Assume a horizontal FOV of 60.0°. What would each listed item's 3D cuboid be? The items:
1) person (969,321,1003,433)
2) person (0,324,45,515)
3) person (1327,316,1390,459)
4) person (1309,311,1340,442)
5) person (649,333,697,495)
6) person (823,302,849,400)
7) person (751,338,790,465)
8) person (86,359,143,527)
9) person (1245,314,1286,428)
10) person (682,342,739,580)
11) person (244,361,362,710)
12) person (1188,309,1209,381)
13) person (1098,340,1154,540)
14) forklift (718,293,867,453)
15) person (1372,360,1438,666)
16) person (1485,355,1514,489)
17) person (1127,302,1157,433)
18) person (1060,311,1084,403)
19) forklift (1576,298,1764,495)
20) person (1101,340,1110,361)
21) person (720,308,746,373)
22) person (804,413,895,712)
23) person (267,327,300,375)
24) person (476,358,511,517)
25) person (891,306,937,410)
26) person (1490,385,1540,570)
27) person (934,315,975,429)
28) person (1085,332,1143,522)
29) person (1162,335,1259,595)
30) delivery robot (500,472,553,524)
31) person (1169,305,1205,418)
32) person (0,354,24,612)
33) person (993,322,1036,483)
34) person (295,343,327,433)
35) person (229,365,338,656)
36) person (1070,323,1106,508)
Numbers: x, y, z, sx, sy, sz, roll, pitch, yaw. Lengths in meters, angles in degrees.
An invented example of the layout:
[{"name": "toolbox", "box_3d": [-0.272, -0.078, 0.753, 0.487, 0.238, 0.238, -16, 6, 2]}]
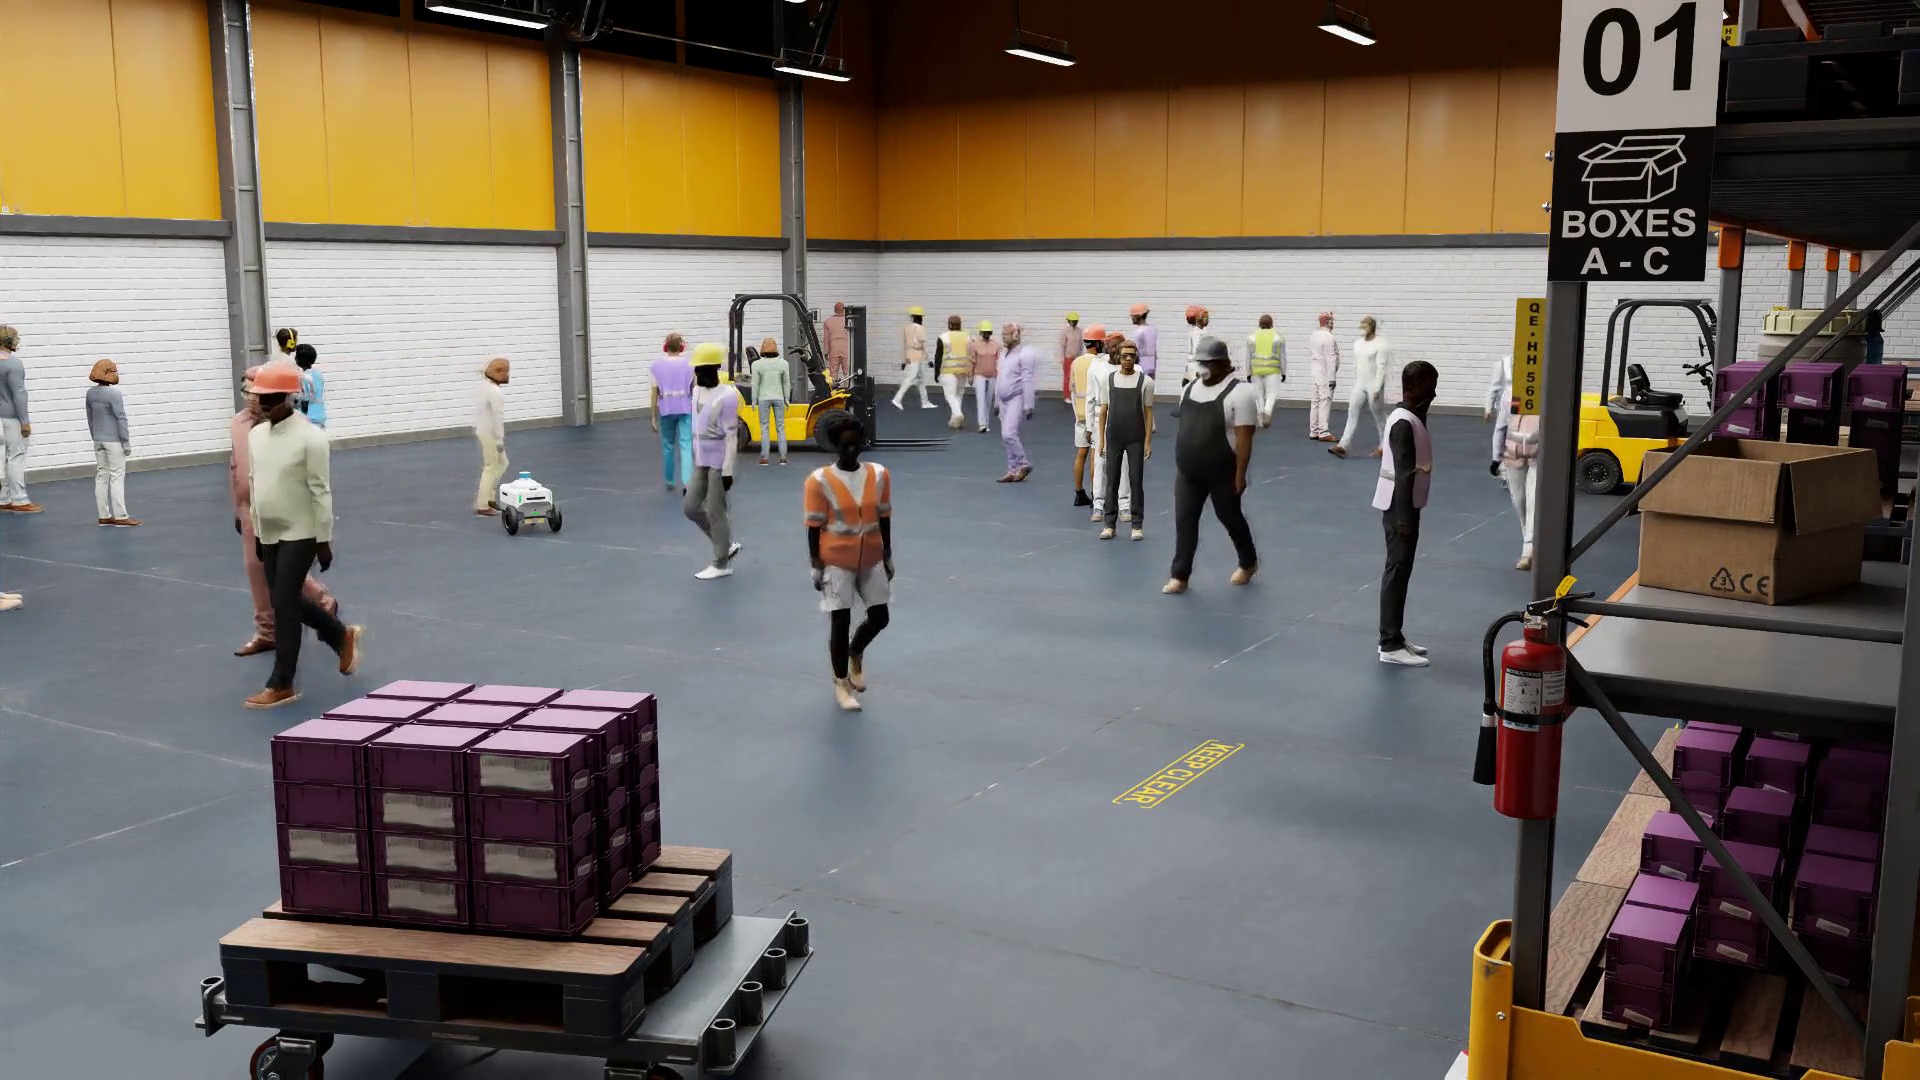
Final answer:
[{"name": "person", "box_3d": [0.423, -2.497, 25.583, 0.536, 1.722, 0.881, -2, 9, -13]}, {"name": "person", "box_3d": [-9.713, -1.226, 16.988, 0.635, 1.937, 0.352, 6, 11, 31]}, {"name": "person", "box_3d": [5.350, -1.999, 21.969, 1.004, 1.883, 0.655, -5, 10, -30]}, {"name": "person", "box_3d": [5.358, -2.395, 24.370, 0.409, 1.911, 0.651, -2, 9, -12]}, {"name": "person", "box_3d": [-3.168, -1.413, 18.587, 0.580, 1.806, 0.932, -2, 9, -11]}, {"name": "person", "box_3d": [-2.328, -3.675, 32.375, 0.652, 1.906, 0.409, 0, 9, -1]}, {"name": "person", "box_3d": [-2.432, -1.773, 21.356, 0.507, 1.631, 0.276, -3, 10, -18]}, {"name": "person", "box_3d": [-8.245, -0.938, 16.145, 0.499, 1.633, 0.285, 4, 10, 26]}, {"name": "person", "box_3d": [4.820, -2.661, 26.291, 0.639, 1.824, 0.709, 3, 10, 20]}, {"name": "person", "box_3d": [-2.001, -0.631, 13.343, 0.406, 1.912, 0.624, -8, 12, -39]}, {"name": "person", "box_3d": [-3.829, -0.057, 9.623, 0.621, 1.971, 0.852, 5, 10, 29]}, {"name": "person", "box_3d": [3.833, -2.761, 26.741, 0.340, 1.883, 0.585, 1, 9, 8]}, {"name": "person", "box_3d": [1.526, -0.916, 15.347, 0.506, 1.847, 0.345, 2, 9, 13]}, {"name": "forklift", "box_3d": [-2.458, -2.344, 23.176, 2.313, 2.155, 1.214, 0, 9, -2]}, {"name": "person", "box_3d": [2.813, -0.178, 10.533, 0.392, 1.914, 0.587, 3, 9, 16]}, {"name": "person", "box_3d": [6.343, -1.446, 18.897, 0.647, 1.770, 0.842, 0, 9, 1]}, {"name": "person", "box_3d": [2.714, -2.565, 25.050, 0.421, 2.030, 0.671, 7, 11, 37]}, {"name": "person", "box_3d": [2.151, -3.430, 31.325, 0.560, 1.739, 0.655, -5, 10, -26]}, {"name": "forklift", "box_3d": [7.954, -1.589, 18.462, 2.313, 2.155, 1.214, 5, 11, 30]}, {"name": "person", "box_3d": [1.992, -1.912, 22.255, 0.326, 1.629, 0.520, 4, 10, 25]}, {"name": "person", "box_3d": [-3.503, -2.611, 25.666, 0.498, 1.923, 0.635, -4, 10, -23]}, {"name": "person", "box_3d": [-0.629, 0.120, 9.384, 0.544, 1.680, 0.399, -5, 10, -28]}, {"name": "person", "box_3d": [-7.540, -1.464, 18.741, 0.571, 1.847, 0.602, 6, 11, 35]}, {"name": "person", "box_3d": [-4.724, -1.034, 16.805, 0.444, 1.605, 0.519, -5, 10, -27]}, {"name": "person", "box_3d": [-0.855, -3.284, 30.038, 0.993, 1.885, 0.581, -5, 10, -29]}, {"name": "person", "box_3d": [4.859, -0.690, 14.083, 0.623, 1.805, 0.925, 7, 11, 37]}, {"name": "person", "box_3d": [-0.073, -2.654, 26.309, 0.634, 1.815, 0.841, -3, 10, -19]}, {"name": "person", "box_3d": [1.526, -1.117, 16.485, 0.574, 1.883, 0.356, 0, 9, 2]}, {"name": "person", "box_3d": [1.994, -0.622, 12.906, 0.687, 2.000, 0.987, 8, 12, 42]}, {"name": "delivery robot", "box_3d": [-4.154, -0.409, 15.904, 0.477, 0.478, 0.707, -5, 11, -30]}, {"name": "person", "box_3d": [3.877, -3.015, 28.244, 0.794, 1.906, 0.565, 1, 9, 6]}, {"name": "person", "box_3d": [-7.067, -0.483, 12.080, 0.394, 2.038, 0.606, -4, 10, -24]}, {"name": "person", "box_3d": [0.595, -1.595, 19.442, 0.441, 1.887, 0.668, -5, 10, -28]}, {"name": "person", "box_3d": [-7.116, -1.301, 18.206, 0.318, 1.699, 0.533, -1, 9, -4]}, {"name": "person", "box_3d": [-4.373, -0.192, 10.718, 0.708, 1.881, 0.556, 4, 10, 23]}, {"name": "person", "box_3d": [1.396, -1.298, 17.446, 0.354, 1.939, 0.544, -7, 11, -37]}]
